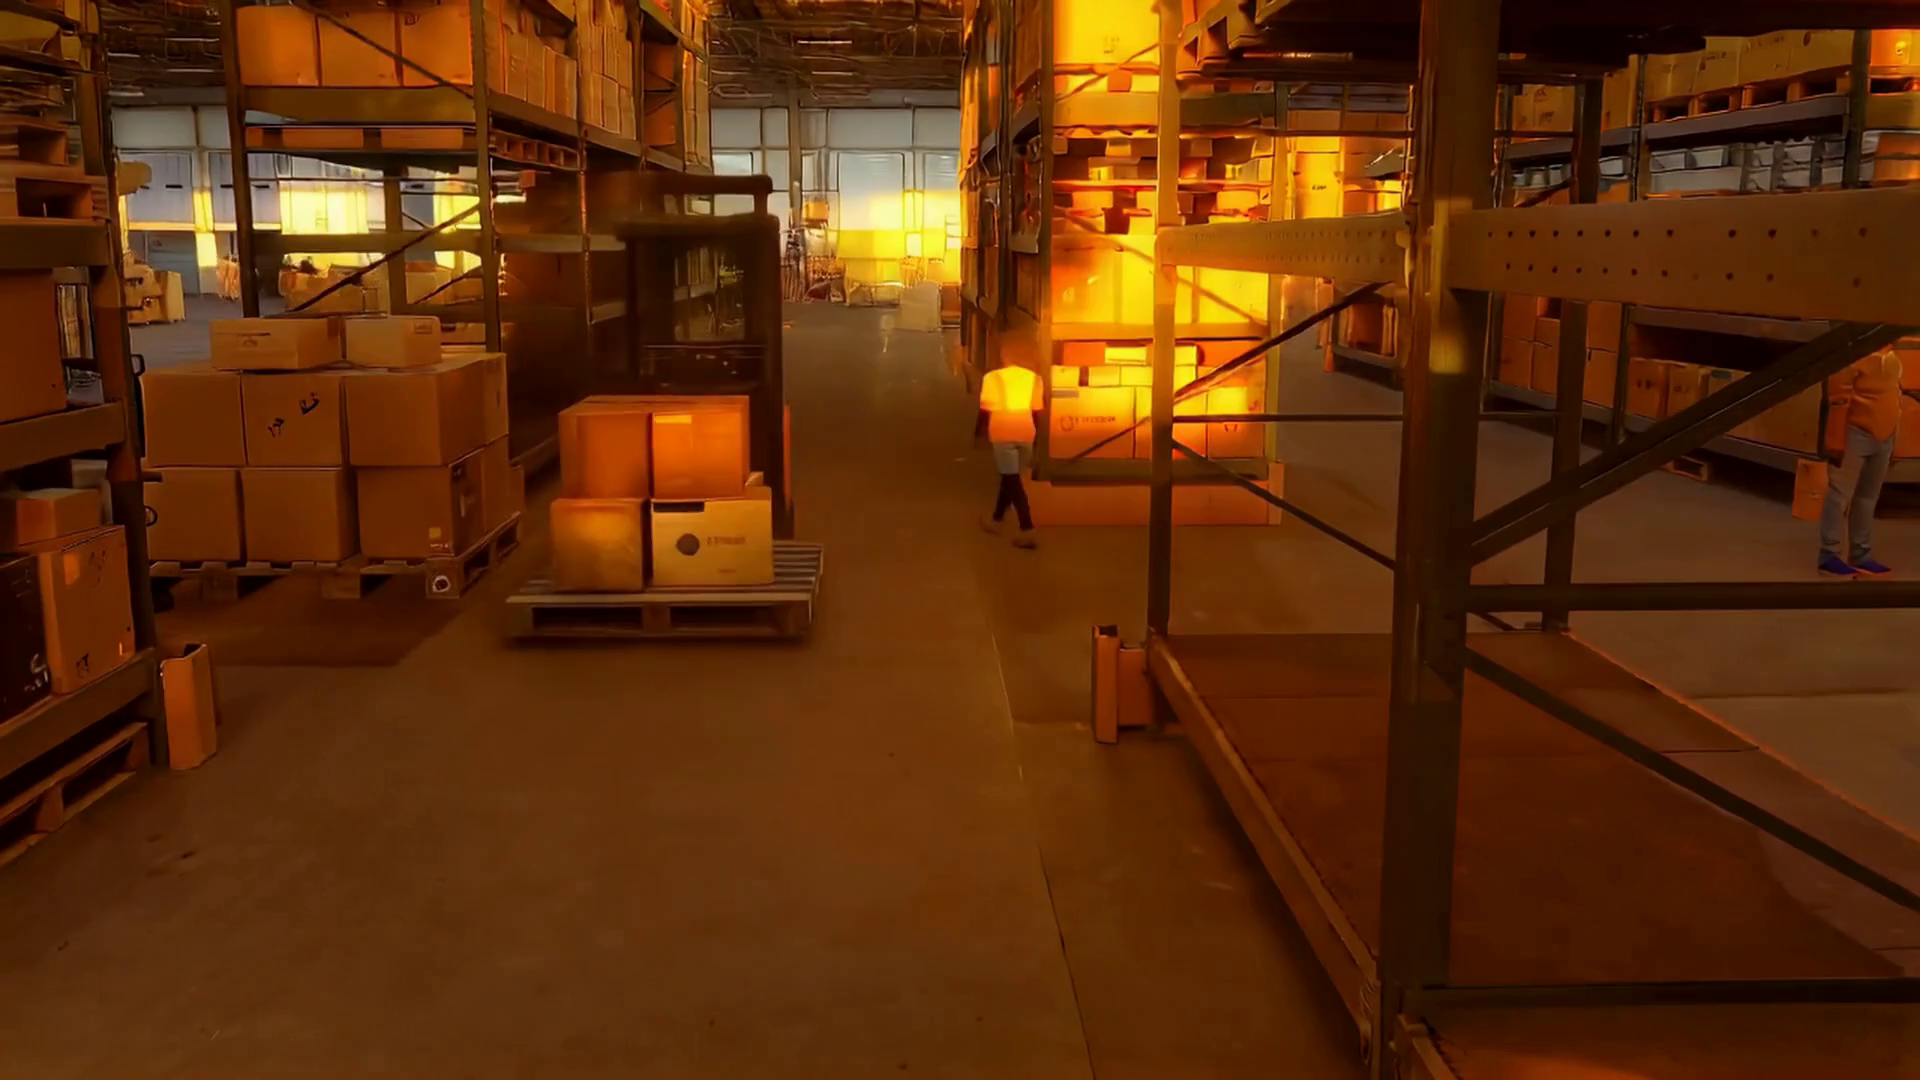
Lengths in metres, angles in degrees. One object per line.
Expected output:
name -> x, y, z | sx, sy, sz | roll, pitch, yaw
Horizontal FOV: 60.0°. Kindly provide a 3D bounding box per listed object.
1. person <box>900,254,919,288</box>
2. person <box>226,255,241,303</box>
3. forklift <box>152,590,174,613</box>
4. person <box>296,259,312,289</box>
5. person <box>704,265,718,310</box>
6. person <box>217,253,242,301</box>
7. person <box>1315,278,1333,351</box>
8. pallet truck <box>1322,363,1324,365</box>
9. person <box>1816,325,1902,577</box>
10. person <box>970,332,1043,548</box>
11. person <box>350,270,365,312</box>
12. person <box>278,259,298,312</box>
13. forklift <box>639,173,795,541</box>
person -> -1.667, -8.500, 55.116 | 0.627, 1.934, 0.371 | -1, 10, -4
person -> -27.649, -9.923, 63.336 | 0.589, 1.824, 0.654 | -2, 10, -9
forklift -> -5.858, -0.811, 9.639 | 1.873, 2.768, 1.129 | -1, 10, -3
person -> -15.362, -5.629, 39.115 | 0.579, 1.937, 0.541 | 9, 13, 40
person -> -8.341, -8.670, 55.757 | 0.707, 2.000, 0.691 | 3, 11, 16
person -> -28.986, -10.394, 65.792 | 1.011, 1.892, 0.624 | -1, 10, -6
person -> 7.891, -4.916, 35.795 | 0.321, 1.698, 0.537 | -9, 13, -41
pallet truck -> 7.712, -4.157, 30.737 | 1.885, 1.965, 0.823 | 3, 11, 16
person -> 6.364, -0.687, 11.699 | 0.645, 1.900, 0.401 | -5, 11, -24
person -> 0.361, -0.793, 12.953 | 0.541, 1.645, 0.880 | -8, 13, -36
person -> -12.402, -4.688, 34.395 | 0.474, 1.753, 0.558 | -3, 11, -15
person -> -18.030, -6.639, 44.878 | 0.573, 1.879, 1.001 | 3, 10, 14
forklift -> -1.832, -1.280, 12.253 | 1.129, 2.768, 1.873 | 0, 10, -2
